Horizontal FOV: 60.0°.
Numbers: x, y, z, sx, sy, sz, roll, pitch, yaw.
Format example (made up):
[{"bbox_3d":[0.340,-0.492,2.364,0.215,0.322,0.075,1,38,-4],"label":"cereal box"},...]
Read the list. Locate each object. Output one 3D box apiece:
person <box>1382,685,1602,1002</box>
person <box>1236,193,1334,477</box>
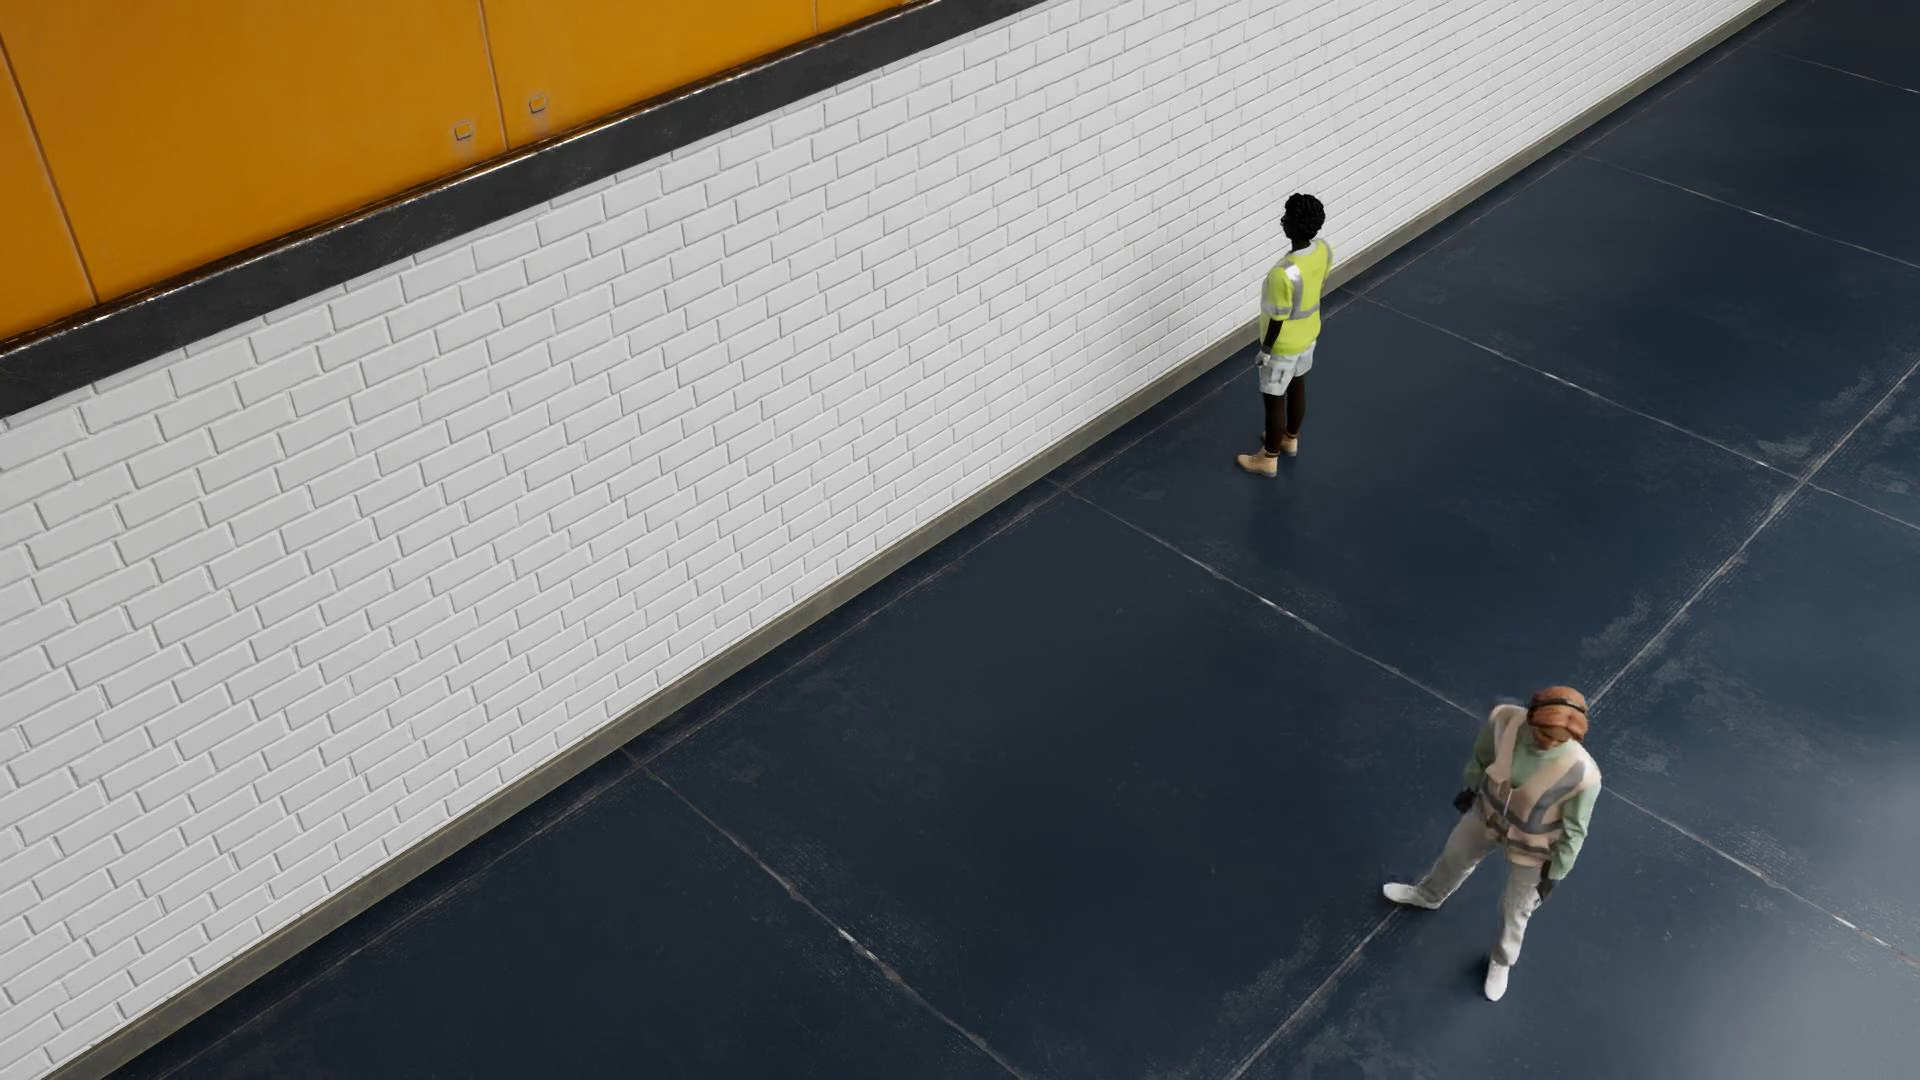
[{"bbox_3d":[2.106,1.097,6.470,0.320,1.612,0.707,-21,43,-24],"label":"person"},{"bbox_3d":[1.801,-1.126,9.182,0.316,1.695,0.540,26,46,29],"label":"person"}]
